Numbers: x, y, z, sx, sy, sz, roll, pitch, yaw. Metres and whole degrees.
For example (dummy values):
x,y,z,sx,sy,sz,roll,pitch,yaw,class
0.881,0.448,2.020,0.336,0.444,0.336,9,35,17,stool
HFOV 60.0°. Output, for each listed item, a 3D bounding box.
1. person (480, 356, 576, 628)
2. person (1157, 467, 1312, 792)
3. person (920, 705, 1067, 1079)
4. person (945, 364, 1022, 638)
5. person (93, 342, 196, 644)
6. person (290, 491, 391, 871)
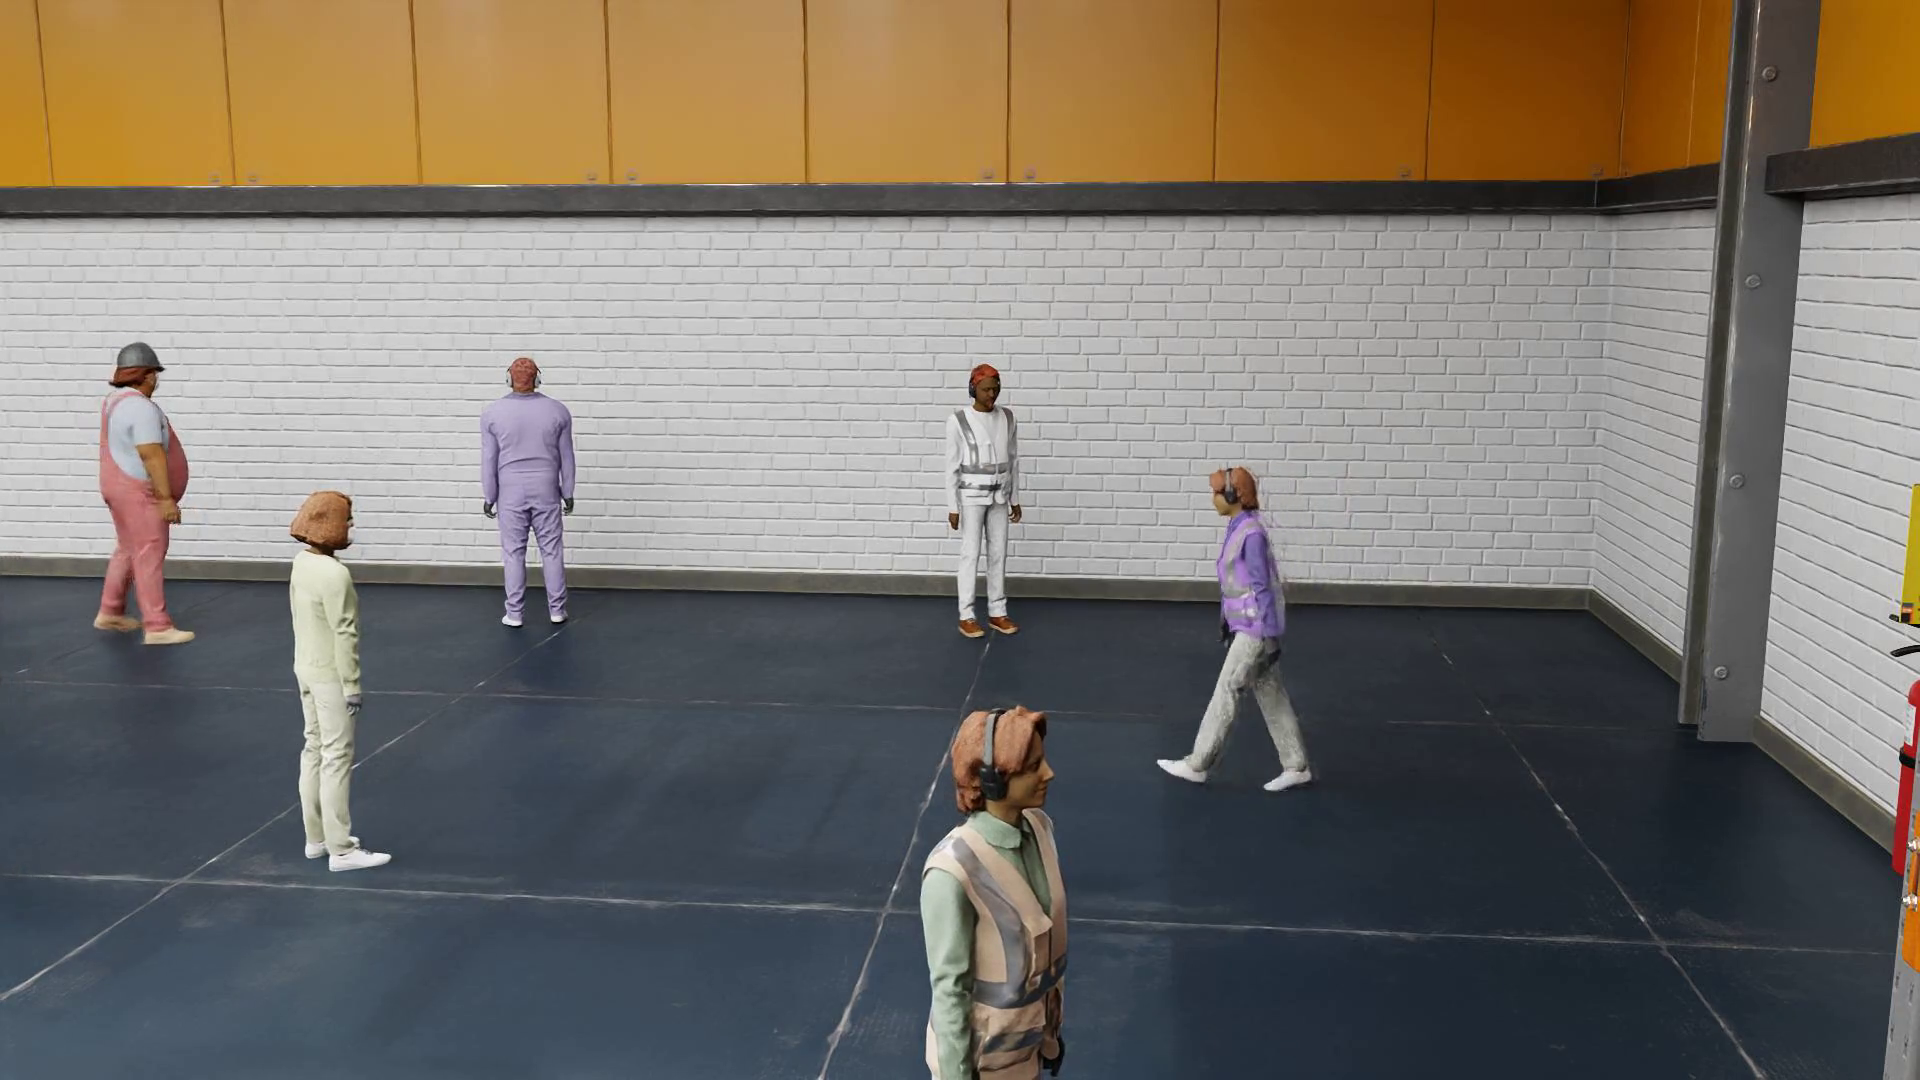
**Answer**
x,y,z,sx,sy,sz,roll,pitch,yaw,class
-3.036,-0.333,11.704,0.652,1.906,0.408,-4,11,-22,person
1.366,0.442,8.125,0.814,1.592,0.535,1,10,3,person
0.083,1.179,3.797,0.310,1.645,0.514,5,11,27,person
0.164,-0.268,11.423,0.584,1.879,0.366,-7,12,-33,person
-5.511,-0.316,11.221,0.590,2.000,0.853,-8,13,-40,person
-2.701,0.598,7.155,0.287,1.631,0.501,-9,13,-41,person
